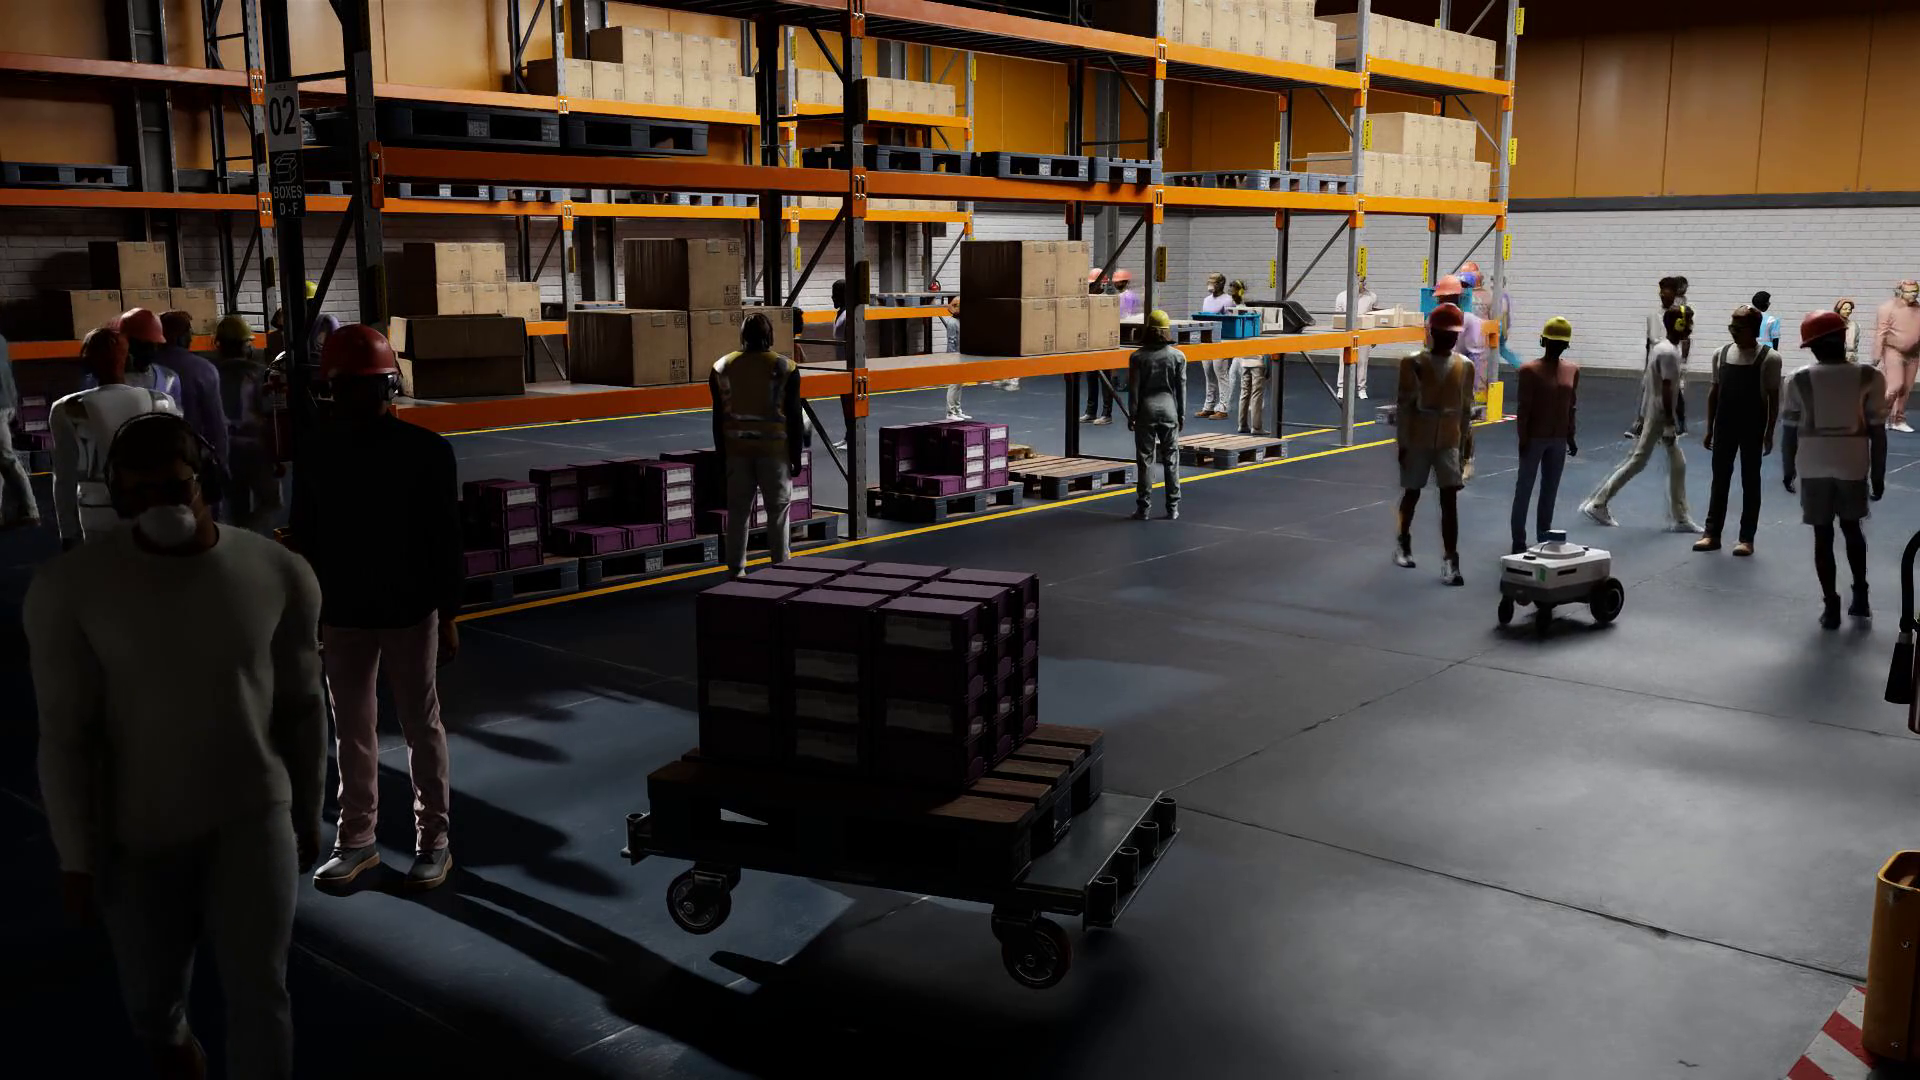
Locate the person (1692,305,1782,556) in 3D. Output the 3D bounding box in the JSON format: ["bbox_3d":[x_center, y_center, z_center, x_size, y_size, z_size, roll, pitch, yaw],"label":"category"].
[{"bbox_3d":[5.746,-0.803,12.259,0.351,1.839,0.506,-9,13,-41],"label":"person"}]

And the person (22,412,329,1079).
[{"bbox_3d":[-1.811,0.632,3.914,0.621,1.909,0.849,-6,12,-30],"label":"person"}]

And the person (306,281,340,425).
[{"bbox_3d":[-6.635,-1.698,17.135,0.588,1.919,0.401,4,11,21],"label":"person"}]

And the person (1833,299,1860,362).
[{"bbox_3d":[10.695,-2.111,20.265,0.514,1.642,0.310,-1,10,-7],"label":"person"}]

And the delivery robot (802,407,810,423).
[{"bbox_3d":[-1.936,-1.415,19.122,0.477,0.478,0.707,0,10,2],"label":"delivery robot"}]

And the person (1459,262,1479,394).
[{"bbox_3d":[7.601,-3.132,24.934,0.616,2.041,0.379,-9,13,-40],"label":"person"}]

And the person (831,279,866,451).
[{"bbox_3d":[-1.251,-1.954,18.627,0.391,1.911,0.582,-2,10,-12],"label":"person"}]

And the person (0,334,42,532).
[{"bbox_3d":[-7.761,-1.015,13.348,0.706,1.902,0.648,-1,10,-5],"label":"person"}]

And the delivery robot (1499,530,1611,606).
[{"bbox_3d":[3.590,0.183,10.029,0.707,0.478,0.477,-7,12,-34],"label":"delivery robot"}]

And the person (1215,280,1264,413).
[{"bbox_3d":[3.858,-2.676,23.002,0.997,1.822,0.542,-5,11,-27],"label":"person"}]

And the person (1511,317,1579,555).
[{"bbox_3d":[4.286,-0.743,12.133,0.523,1.763,0.329,-4,11,-19],"label":"person"}]

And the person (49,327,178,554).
[{"bbox_3d":[-4.061,-0.086,8.071,0.577,1.877,0.350,-8,13,-38],"label":"person"}]

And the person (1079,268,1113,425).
[{"bbox_3d":[1.759,-2.472,21.309,0.385,1.993,0.624,-8,13,-37],"label":"person"}]

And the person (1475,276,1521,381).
[{"bbox_3d":[9.169,-3.574,28.139,0.906,1.808,0.578,1,10,6],"label":"person"}]

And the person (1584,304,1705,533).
[{"bbox_3d":[5.530,-0.973,13.296,0.948,1.824,0.538,5,11,28],"label":"person"}]

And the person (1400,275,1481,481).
[{"bbox_3d":[4.641,-1.515,15.871,1.042,1.987,0.629,-9,13,-42],"label":"person"}]

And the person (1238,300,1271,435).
[{"bbox_3d":[3.586,-2.090,20.169,0.311,1.635,0.513,-6,12,-30],"label":"person"}]

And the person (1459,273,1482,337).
[{"bbox_3d":[7.159,-2.920,24.165,0.793,1.900,0.406,0,10,0],"label":"person"}]

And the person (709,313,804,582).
[{"bbox_3d":[-1.330,-0.579,11.014,0.622,1.835,0.430,2,10,9],"label":"person"}]

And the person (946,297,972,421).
[{"bbox_3d":[-0.032,-2.368,21.776,0.294,1.622,0.512,3,10,17],"label":"person"}]

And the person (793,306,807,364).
[{"bbox_3d":[-1.626,-1.406,16.083,0.317,1.697,0.540,-3,11,-19],"label":"person"}]

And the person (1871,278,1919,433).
[{"bbox_3d":[11.520,-2.242,20.297,0.749,1.882,0.436,-2,10,-9],"label":"person"}]

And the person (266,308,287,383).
[{"bbox_3d":[-7.255,-1.688,17.910,0.493,1.626,0.285,6,12,31],"label":"person"}]

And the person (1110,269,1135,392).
[{"bbox_3d":[2.468,-3.265,26.015,0.637,1.918,0.556,-4,11,-24],"label":"person"}]

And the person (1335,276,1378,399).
[{"bbox_3d":[5.922,-3.053,24.877,0.652,1.904,0.402,1,10,7],"label":"person"}]

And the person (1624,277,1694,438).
[{"bbox_3d":[8.343,-2.151,19.720,0.916,1.920,0.627,-7,12,-35],"label":"person"}]

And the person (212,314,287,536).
[{"bbox_3d":[-4.808,-0.587,11.078,0.603,1.818,0.529,2,10,13],"label":"person"}]

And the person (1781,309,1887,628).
[{"bbox_3d":[5.239,-0.429,9.989,0.605,1.886,0.564,4,11,19],"label":"person"}]

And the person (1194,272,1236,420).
[{"bbox_3d":[3.371,-2.552,21.928,0.372,1.940,0.631,-6,11,-29],"label":"person"}]

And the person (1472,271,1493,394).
[{"bbox_3d":[7.616,-3.010,24.615,0.643,1.913,0.410,5,11,26],"label":"person"}]

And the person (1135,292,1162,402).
[{"bbox_3d":[2.476,-2.403,21.713,0.526,1.722,0.870,-3,10,-17],"label":"person"}]

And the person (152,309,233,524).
[{"bbox_3d":[-4.822,-0.463,10.188,0.730,1.887,0.478,1,10,5],"label":"person"}]

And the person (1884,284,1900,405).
[{"bbox_3d":[13.466,-2.804,23.857,0.312,1.767,0.533,5,11,26],"label":"person"}]

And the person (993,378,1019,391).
[{"bbox_3d":[0.755,-3.324,26.296,0.513,1.946,0.654,-7,12,-33],"label":"person"}]

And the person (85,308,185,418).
[{"bbox_3d":[-4.743,-0.387,9.667,0.458,1.914,0.559,5,11,28],"label":"person"}]

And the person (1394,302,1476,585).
[{"bbox_3d":[3.255,-0.684,11.443,0.554,1.900,0.953,0,10,3],"label":"person"}]

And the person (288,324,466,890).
[{"bbox_3d":[-2.053,0.244,5.847,0.622,1.993,0.381,1,10,6],"label":"person"}]

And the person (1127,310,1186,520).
[{"bbox_3d":[1.634,-1.039,13.868,0.492,1.742,0.321,-1,10,-4],"label":"person"}]

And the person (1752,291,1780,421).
[{"bbox_3d":[10.415,-2.400,21.743,0.537,1.699,0.321,8,13,39],"label":"person"}]

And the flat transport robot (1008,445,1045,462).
[{"bbox_3d":[0.193,-0.824,16.832,0.652,0.197,1.431,7,12,37],"label":"flat transport robot"}]

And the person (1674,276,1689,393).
[{"bbox_3d":[10.991,-3.161,25.698,0.534,1.828,0.551,-6,12,-30],"label":"person"}]
